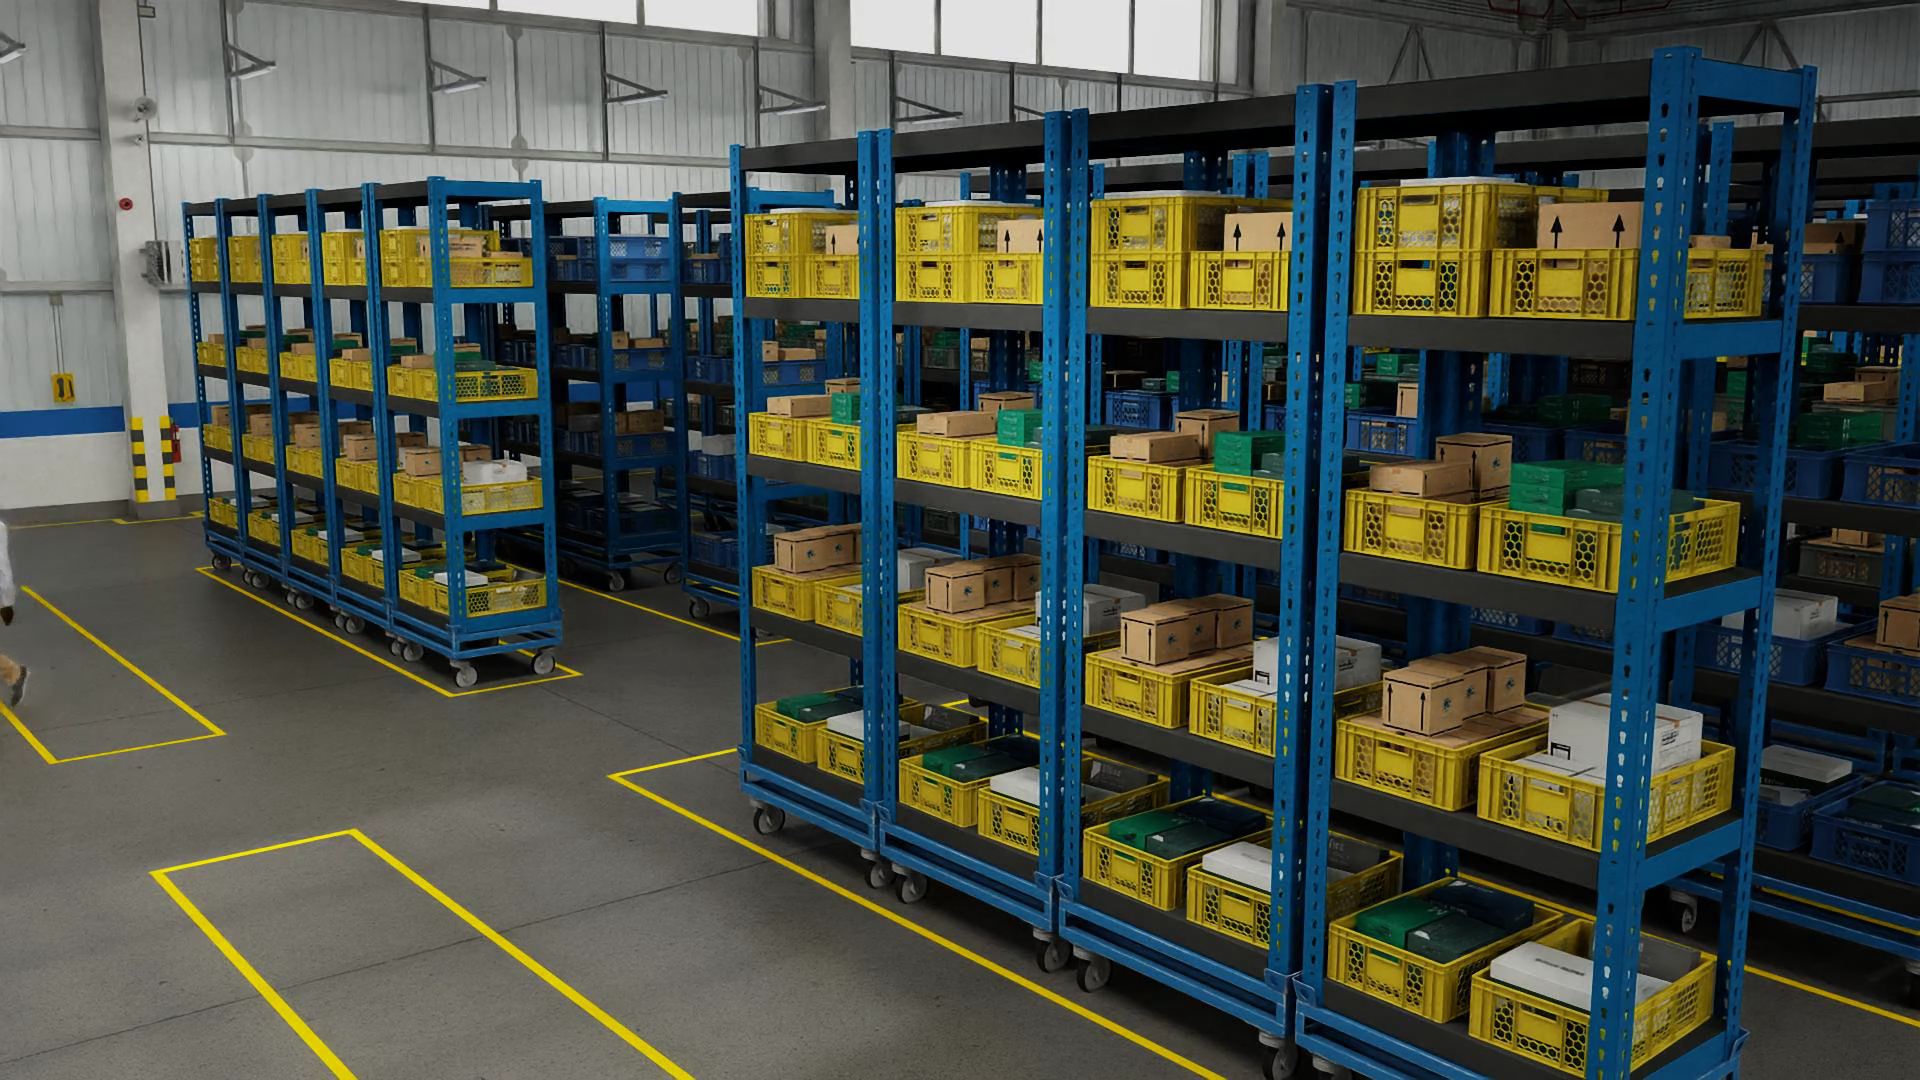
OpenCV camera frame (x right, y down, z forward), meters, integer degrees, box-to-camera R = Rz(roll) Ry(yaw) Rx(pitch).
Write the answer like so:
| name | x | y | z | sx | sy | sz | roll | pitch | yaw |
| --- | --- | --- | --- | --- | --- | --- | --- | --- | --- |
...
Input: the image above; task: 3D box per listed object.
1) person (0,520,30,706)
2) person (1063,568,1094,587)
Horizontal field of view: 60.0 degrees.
| name | x | y | z | sx | sy | sz | roll | pitch | yaw |
| --- | --- | --- | --- | --- | --- | --- | --- | --- | --- |
| person | -6.444 | 0.350 | 10.943 | 0.568 | 1.726 | 0.722 | 3 | 10 | 17 |
| person | 0.974 | -0.182 | 13.817 | 0.389 | 1.837 | 0.563 | -7 | 12 | -38 |
